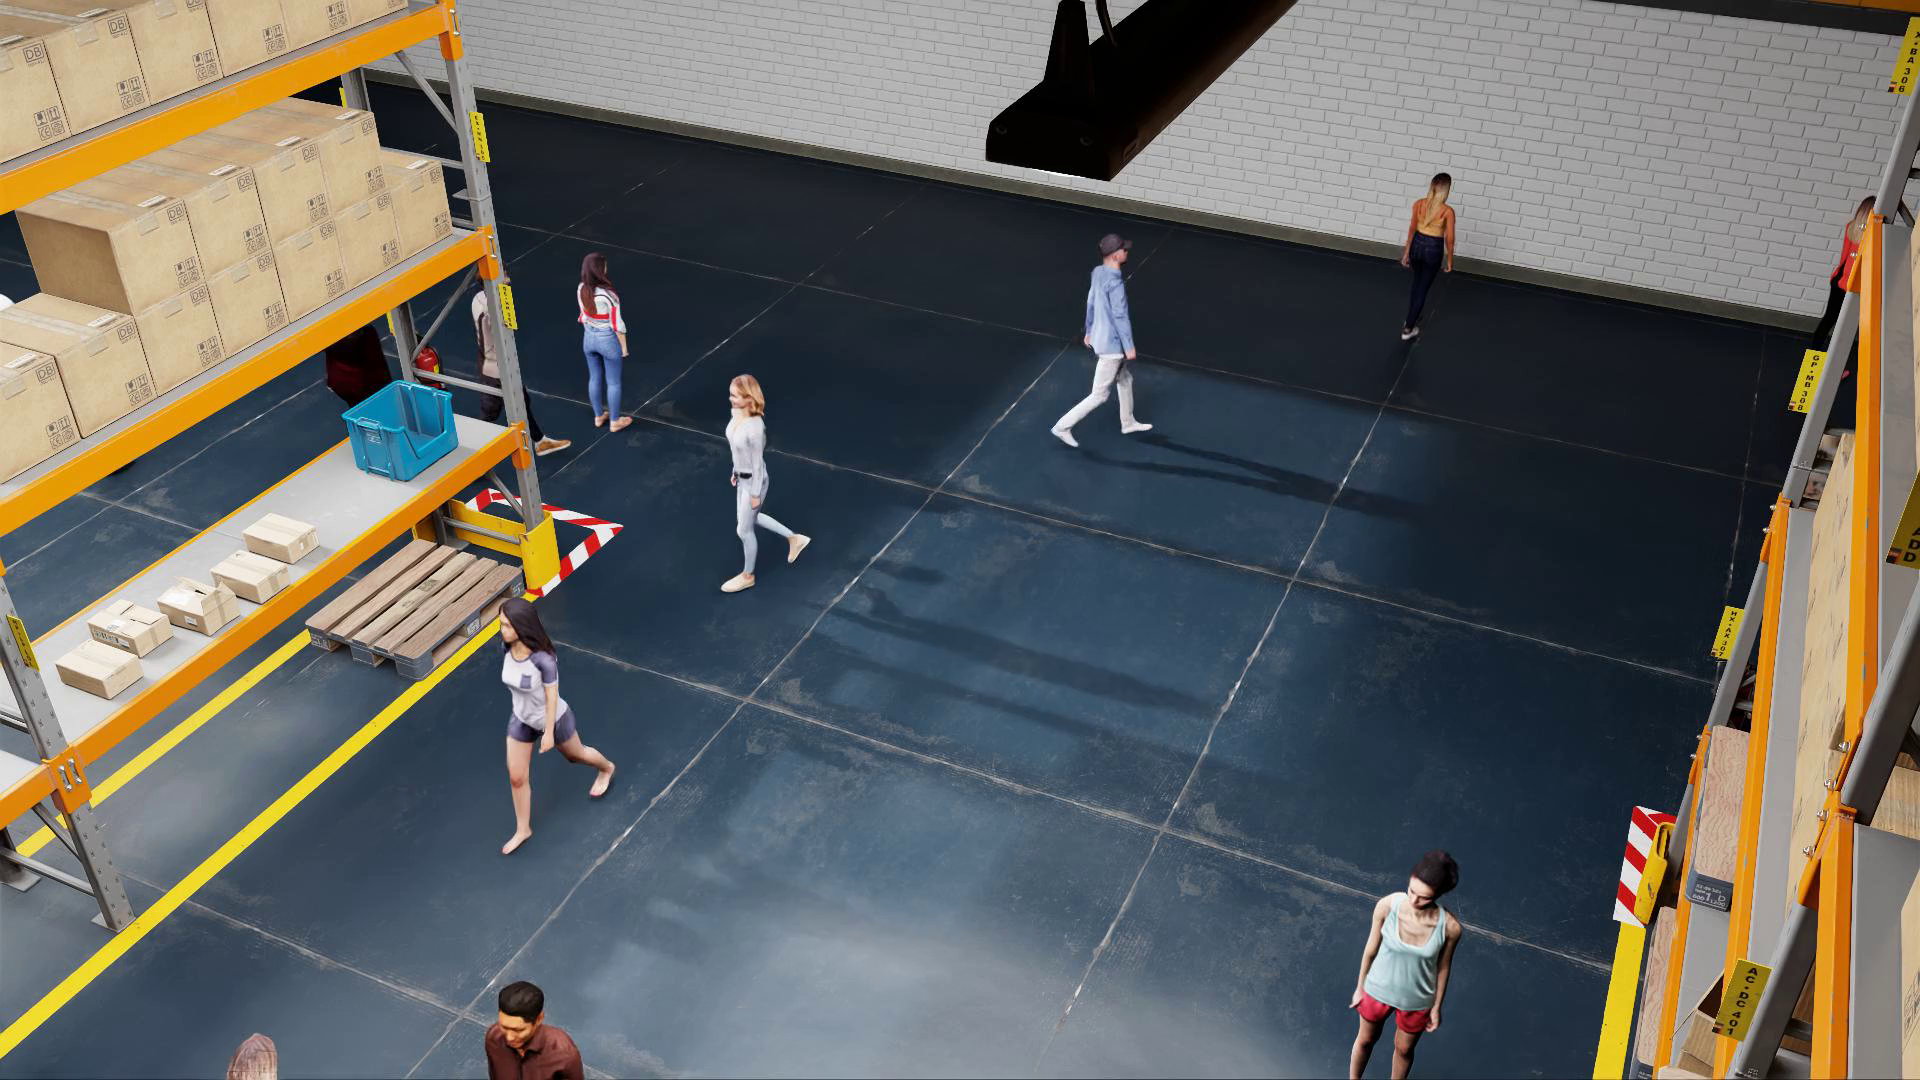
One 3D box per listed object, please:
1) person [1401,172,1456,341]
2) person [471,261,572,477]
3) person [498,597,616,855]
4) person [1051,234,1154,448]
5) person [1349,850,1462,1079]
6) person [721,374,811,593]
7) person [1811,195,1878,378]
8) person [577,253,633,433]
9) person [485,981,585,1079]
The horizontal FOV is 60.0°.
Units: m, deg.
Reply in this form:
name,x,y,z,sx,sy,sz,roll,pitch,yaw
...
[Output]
name,x,y,z,sx,sy,sz,roll,pitch,yaw
person,4.309,-2.610,15.501,0.686,1.612,0.797,24,40,32
person,-3.821,-1.338,13.371,1.321,1.850,1.218,-16,37,-23
person,-2.442,1.033,9.970,0.640,1.667,1.121,18,37,24
person,1.161,-1.611,13.773,1.124,1.860,1.178,-5,34,-8
person,2.142,2.207,8.114,0.593,1.767,0.562,13,36,18
person,-1.449,-0.425,12.061,1.030,1.781,0.949,-13,36,-19
person,7.962,-2.276,14.923,0.738,1.695,0.637,-2,34,-3
person,-3.039,-1.676,14.096,0.584,1.611,0.486,14,36,20
person,-1.845,2.572,7.564,0.743,1.768,0.716,7,34,10
